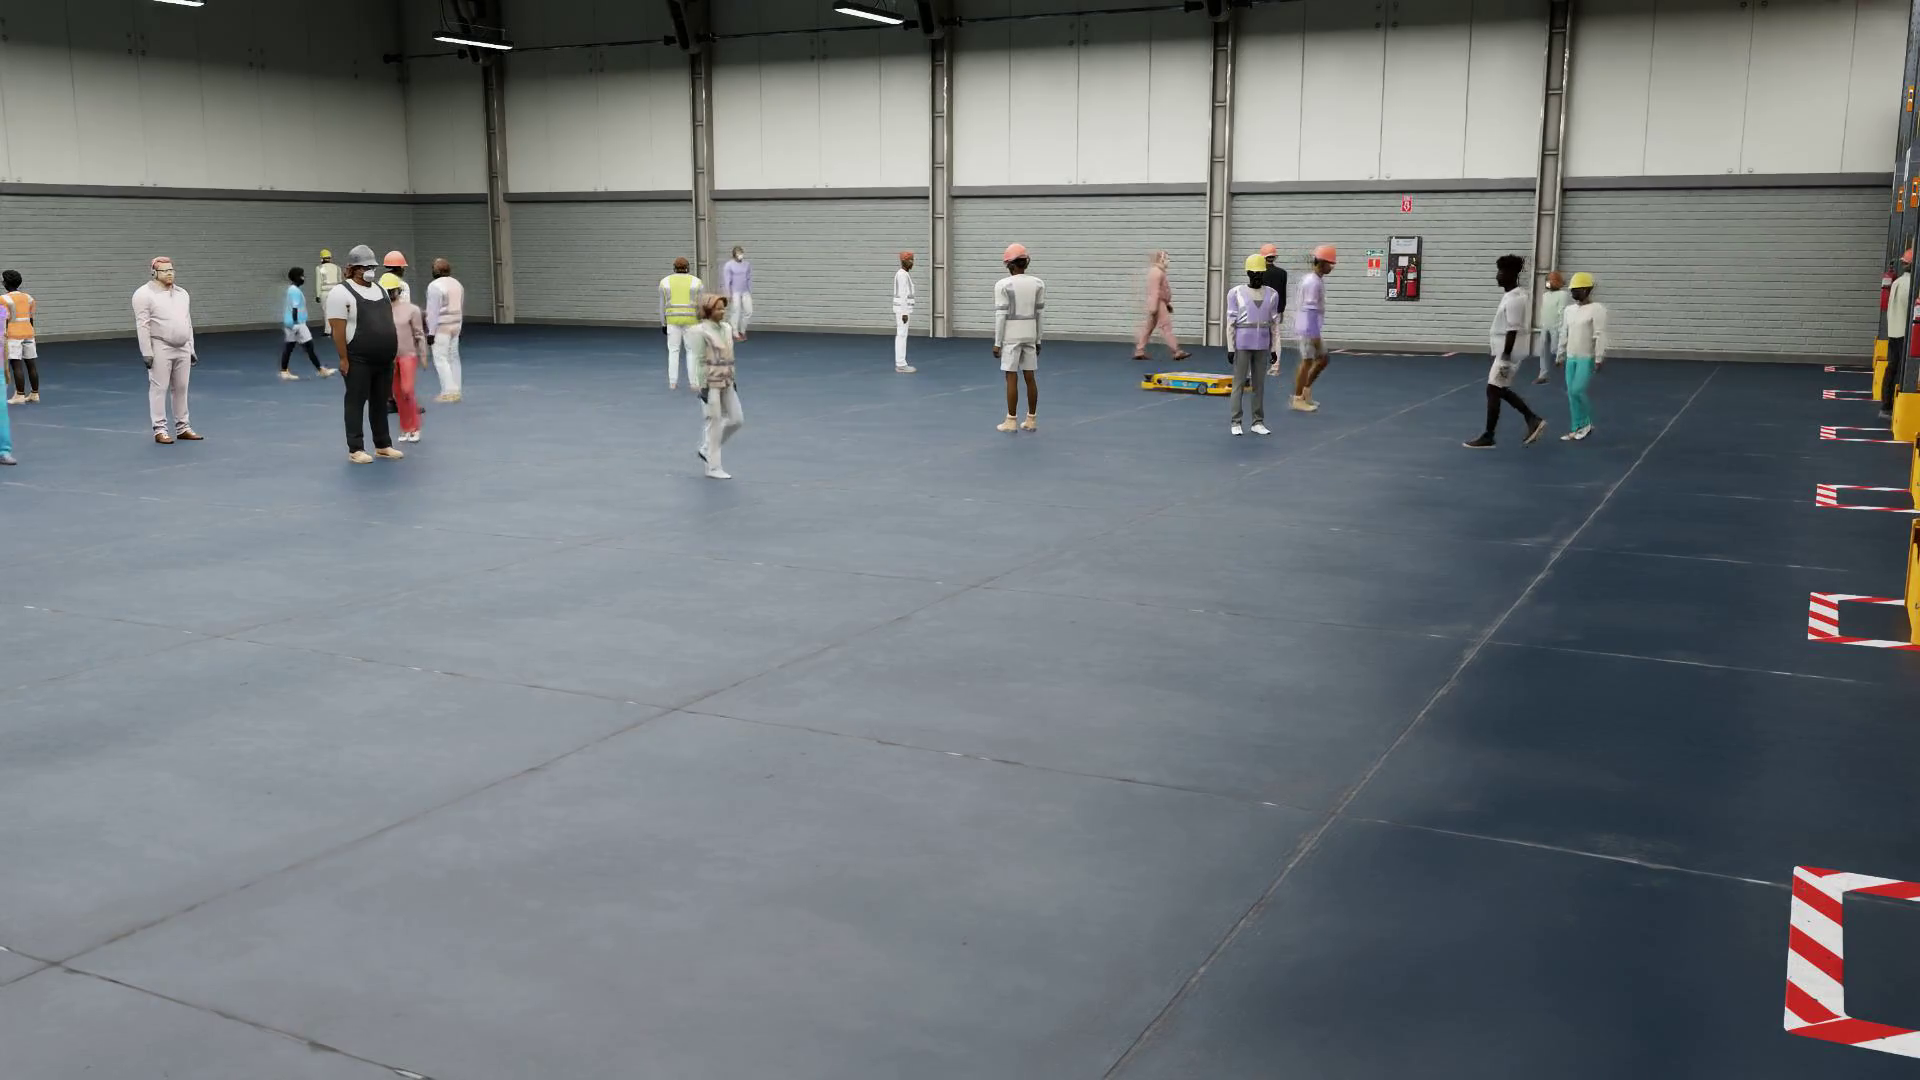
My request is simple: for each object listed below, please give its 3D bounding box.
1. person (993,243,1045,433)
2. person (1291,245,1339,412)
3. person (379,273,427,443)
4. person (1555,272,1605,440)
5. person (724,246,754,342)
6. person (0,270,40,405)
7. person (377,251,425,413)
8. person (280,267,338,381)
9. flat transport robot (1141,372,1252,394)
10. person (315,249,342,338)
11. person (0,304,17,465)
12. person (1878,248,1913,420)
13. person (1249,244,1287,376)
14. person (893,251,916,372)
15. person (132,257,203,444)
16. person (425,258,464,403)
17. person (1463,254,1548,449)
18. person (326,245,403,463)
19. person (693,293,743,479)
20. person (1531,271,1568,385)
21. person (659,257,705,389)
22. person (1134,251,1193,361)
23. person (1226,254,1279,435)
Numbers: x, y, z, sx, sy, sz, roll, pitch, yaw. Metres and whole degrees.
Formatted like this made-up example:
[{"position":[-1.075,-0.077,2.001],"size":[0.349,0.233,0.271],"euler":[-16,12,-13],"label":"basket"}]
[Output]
[{"position":[0.621,-2.177,18.003],"size":[0.608,2.043,0.374],"euler":[-6,12,-30],"label":"person"},{"position":[4.251,-2.518,19.950],"size":[0.542,1.999,0.639],"euler":[4,11,19],"label":"person"},{"position":[-5.787,-1.859,17.090],"size":[0.525,1.742,0.634],"euler":[1,10,4],"label":"person"},{"position":[6.392,-1.884,17.193],"size":[0.392,1.750,0.543],"euler":[-5,11,-23],"label":"person"},{"position":[-4.405,-4.909,33.228],"size":[0.651,1.918,0.454],"euler":[-10,14,-43],"label":"person"},{"position":[-11.915,-2.559,21.028],"size":[0.318,1.697,0.536],"euler":[2,11,13],"label":"person"},{"position":[-6.713,-2.470,19.880],"size":[0.542,1.939,0.362],"euler":[5,12,27],"label":"person"},{"position":[-9.651,-3.180,24.491],"size":[0.850,1.652,0.551],"euler":[-6,12,-28],"label":"person"},{"position":[3.240,-2.154,22.705],"size":[1.431,0.197,0.652],"euler":[10,14,44],"label":"flat transport robot"},{"position":[-13.203,-5.146,34.764],"size":[0.403,1.830,0.599],"euler":[8,13,37],"label":"person"},{"position":[-9.210,-1.617,15.590],"size":[0.909,1.812,0.579],"euler":[9,14,40],"label":"person"},{"position":[10.962,-2.383,19.249],"size":[0.396,1.992,0.622],"euler":[1,10,4],"label":"person"},{"position":[4.659,-3.477,25.211],"size":[0.611,1.997,0.375],"euler":[-4,11,-22],"label":"person"},{"position":[-0.871,-3.567,26.008],"size":[0.359,1.885,0.575],"euler":[-1,10,-3],"label":"person"},{"position":[-8.150,-1.954,17.154],"size":[0.408,1.908,0.641],"euler":[5,11,24],"label":"person"},{"position":[-6.608,-2.680,21.295],"size":[0.429,1.842,0.636],"euler":[3,11,18],"label":"person"},{"position":[5.471,-1.867,16.559],"size":[0.746,1.947,0.651],"euler":[4,11,20],"label":"person"},{"position":[-5.563,-1.754,15.695],"size":[0.539,2.000,0.689],"euler":[5,12,27],"label":"person"},{"position":[-2.143,-1.347,14.608],"size":[0.397,1.626,0.539],"euler":[5,12,26],"label":"person"},{"position":[8.478,-3.018,23.719],"size":[0.545,1.618,0.518],"euler":[-4,11,-22],"label":"person"},{"position":[-3.858,-3.016,23.158],"size":[0.628,1.836,0.430],"euler":[0,10,-2],"label":"person"},{"position":[3.453,-3.979,28.339],"size":[1.011,1.857,0.663],"euler":[0,10,2],"label":"person"},{"position":[3.133,-2.084,17.807],"size":[0.587,1.928,0.363],"euler":[-3,11,-15],"label":"person"}]
